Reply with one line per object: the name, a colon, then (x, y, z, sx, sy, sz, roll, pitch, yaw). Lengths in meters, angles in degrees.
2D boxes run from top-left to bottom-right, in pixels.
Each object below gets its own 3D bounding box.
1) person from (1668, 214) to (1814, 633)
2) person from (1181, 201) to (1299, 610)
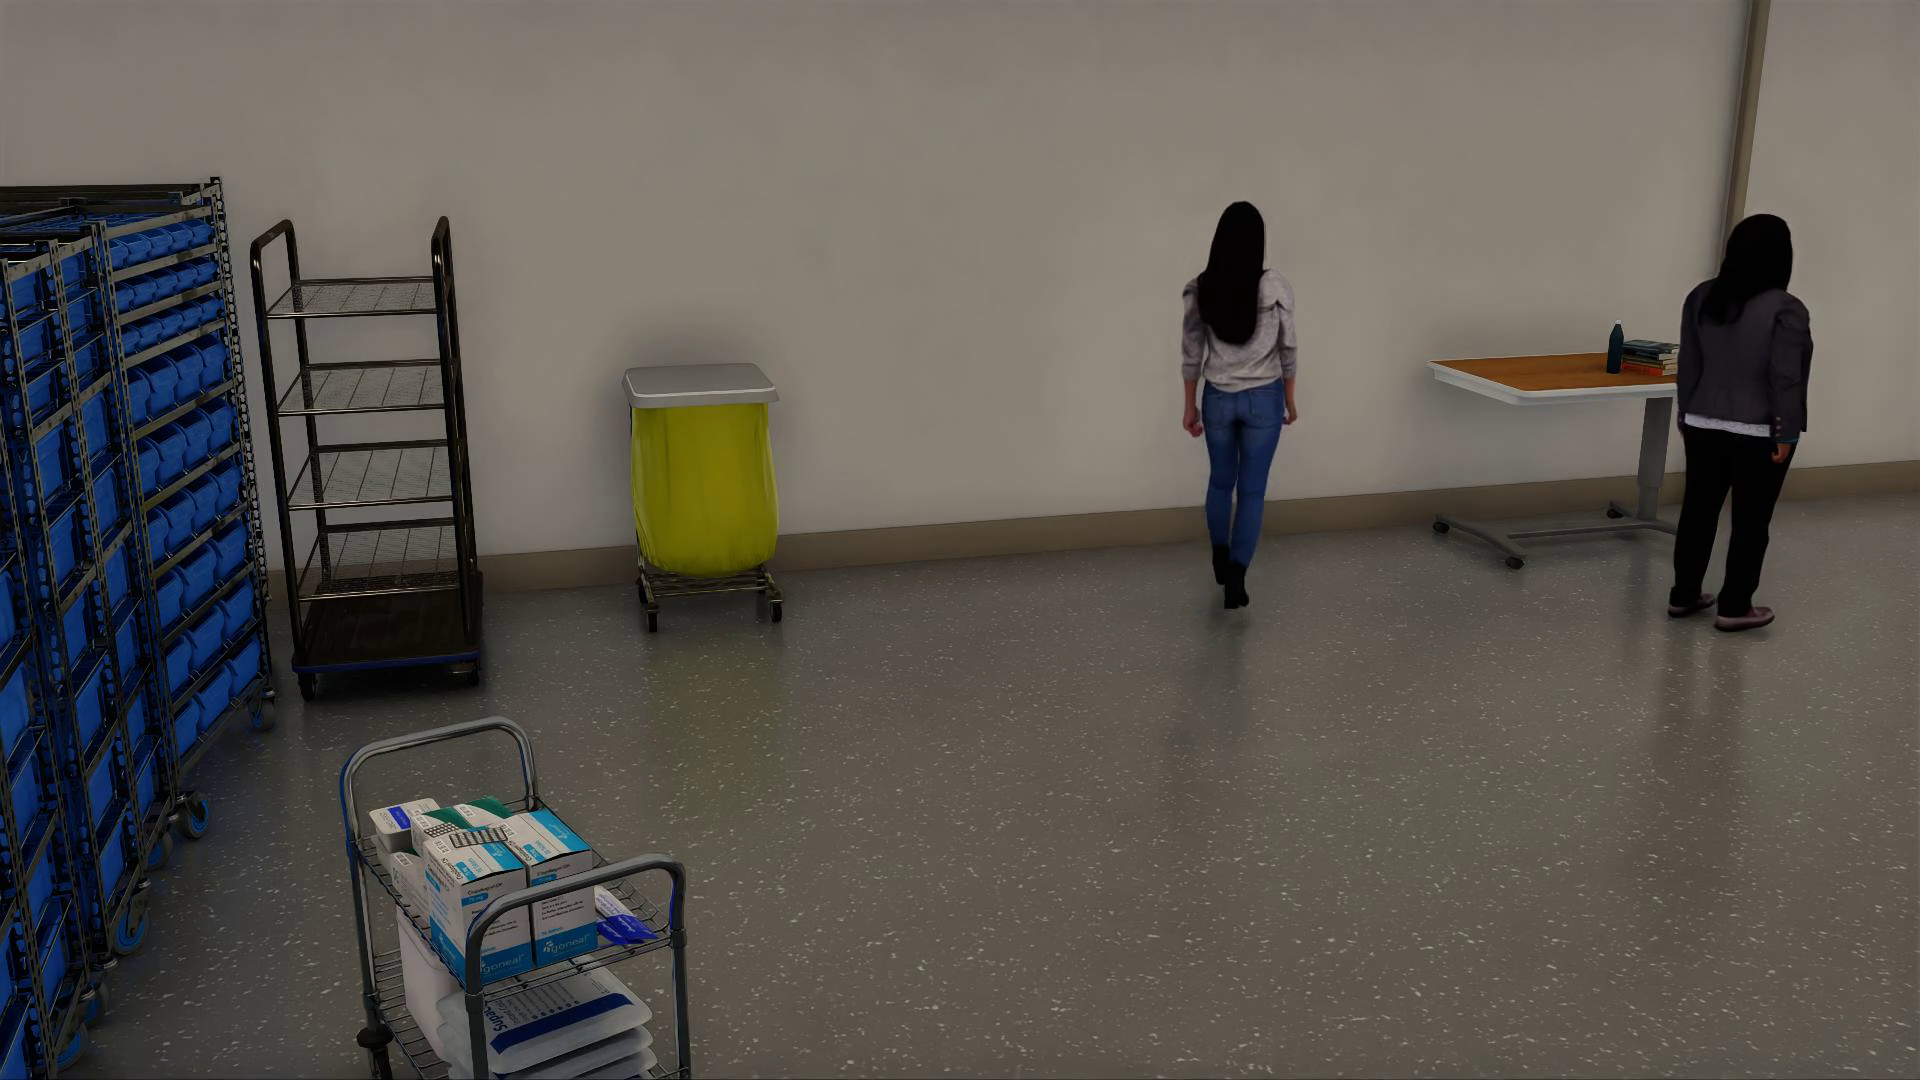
person: (2.999, -0.447, 6.414, 0.748, 1.597, 0.745, -9, 18, -29)
person: (1.120, -0.501, 6.594, 0.982, 1.603, 0.983, 6, 17, 19)
